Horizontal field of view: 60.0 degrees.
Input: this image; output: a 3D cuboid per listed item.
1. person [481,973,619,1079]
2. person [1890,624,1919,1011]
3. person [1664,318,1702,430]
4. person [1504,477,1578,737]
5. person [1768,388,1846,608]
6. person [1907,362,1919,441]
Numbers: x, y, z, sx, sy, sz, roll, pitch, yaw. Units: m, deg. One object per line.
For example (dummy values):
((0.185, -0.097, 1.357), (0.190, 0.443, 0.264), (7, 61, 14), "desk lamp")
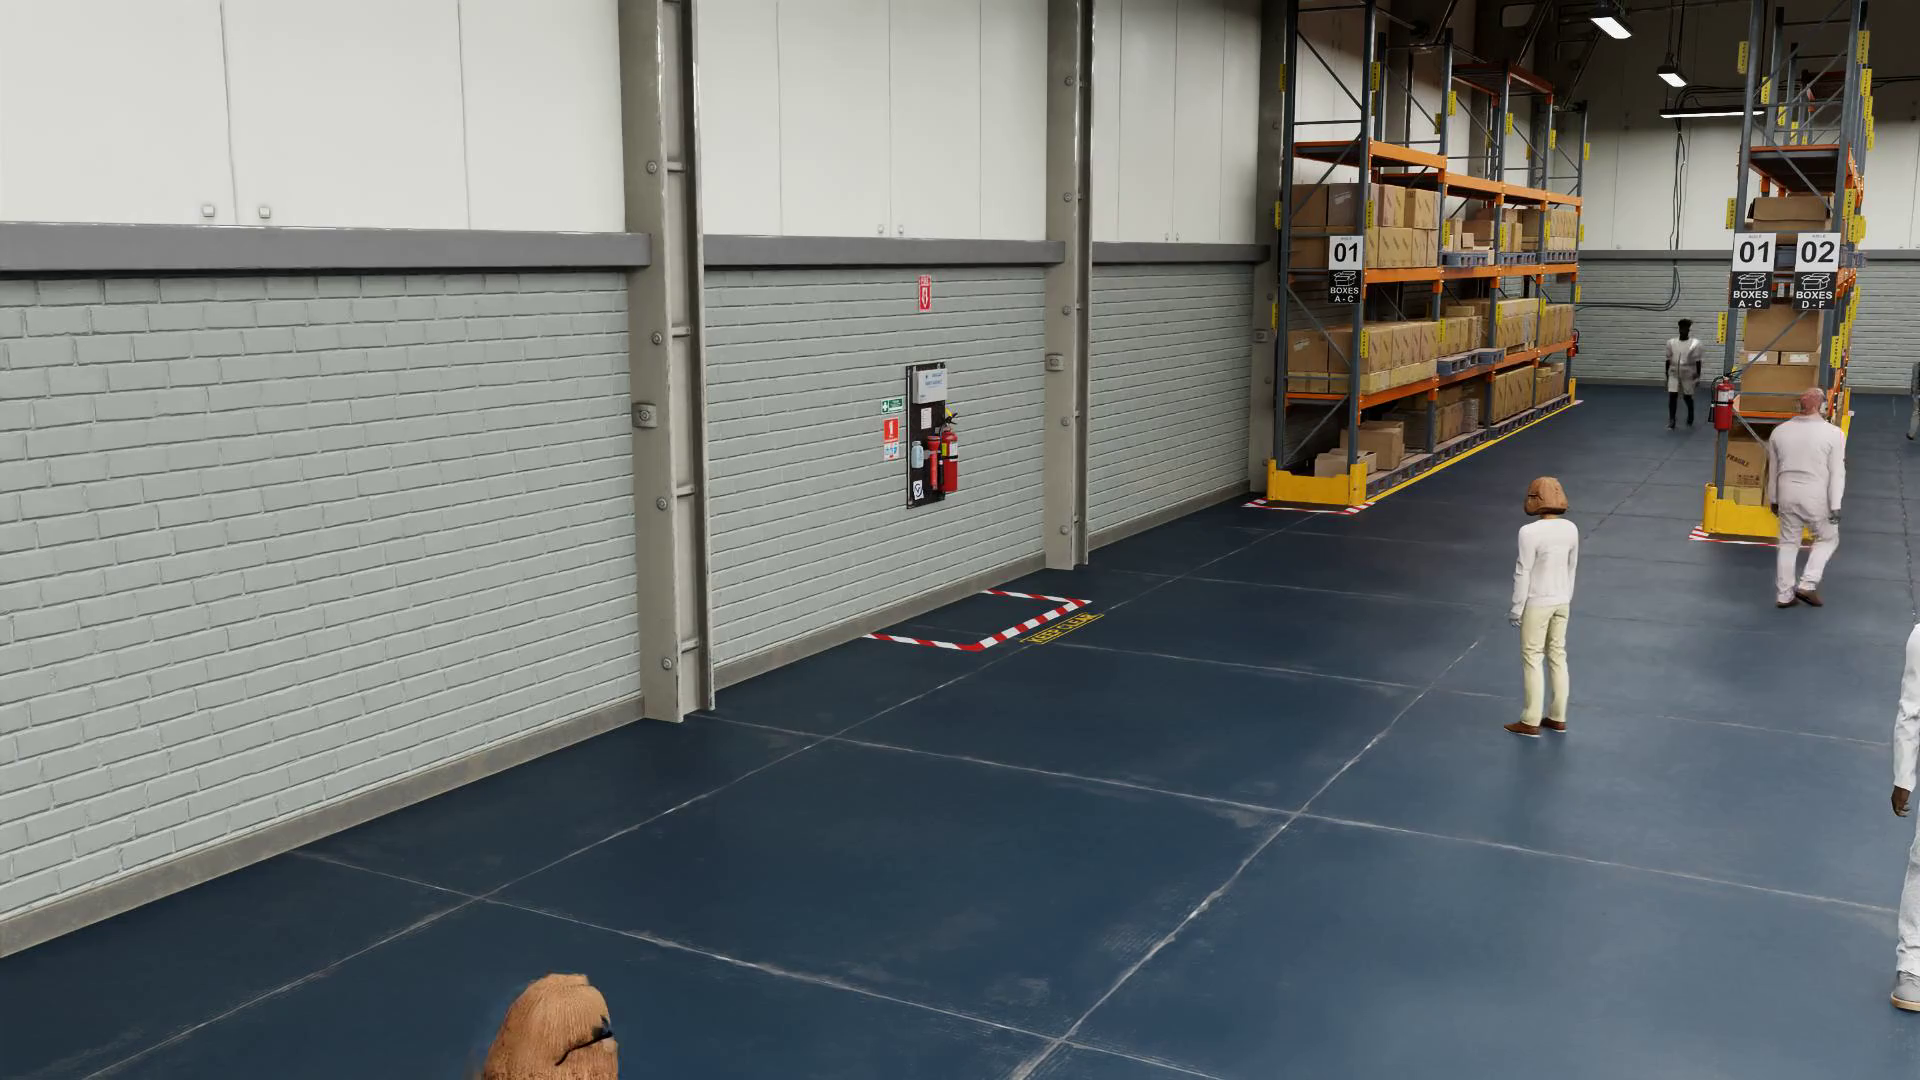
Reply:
((-0.846, 1.642, 3.317), (0.508, 1.601, 0.823), (8, 13, 40), "person")
((3.987, 0.950, 6.535), (0.584, 1.881, 0.337), (3, 10, 18), "person")
((12.530, -2.877, 28.793), (0.614, 1.945, 0.757), (8, 12, 39), "person")
((3.653, 0.418, 10.423), (0.505, 1.624, 0.296), (-5, 11, -29), "person")
((7.179, -0.344, 14.101), (0.445, 1.887, 0.673), (-7, 12, -35), "person")
((15.436, -2.324, 26.561), (0.510, 1.591, 0.839), (3, 10, 16), "person")
